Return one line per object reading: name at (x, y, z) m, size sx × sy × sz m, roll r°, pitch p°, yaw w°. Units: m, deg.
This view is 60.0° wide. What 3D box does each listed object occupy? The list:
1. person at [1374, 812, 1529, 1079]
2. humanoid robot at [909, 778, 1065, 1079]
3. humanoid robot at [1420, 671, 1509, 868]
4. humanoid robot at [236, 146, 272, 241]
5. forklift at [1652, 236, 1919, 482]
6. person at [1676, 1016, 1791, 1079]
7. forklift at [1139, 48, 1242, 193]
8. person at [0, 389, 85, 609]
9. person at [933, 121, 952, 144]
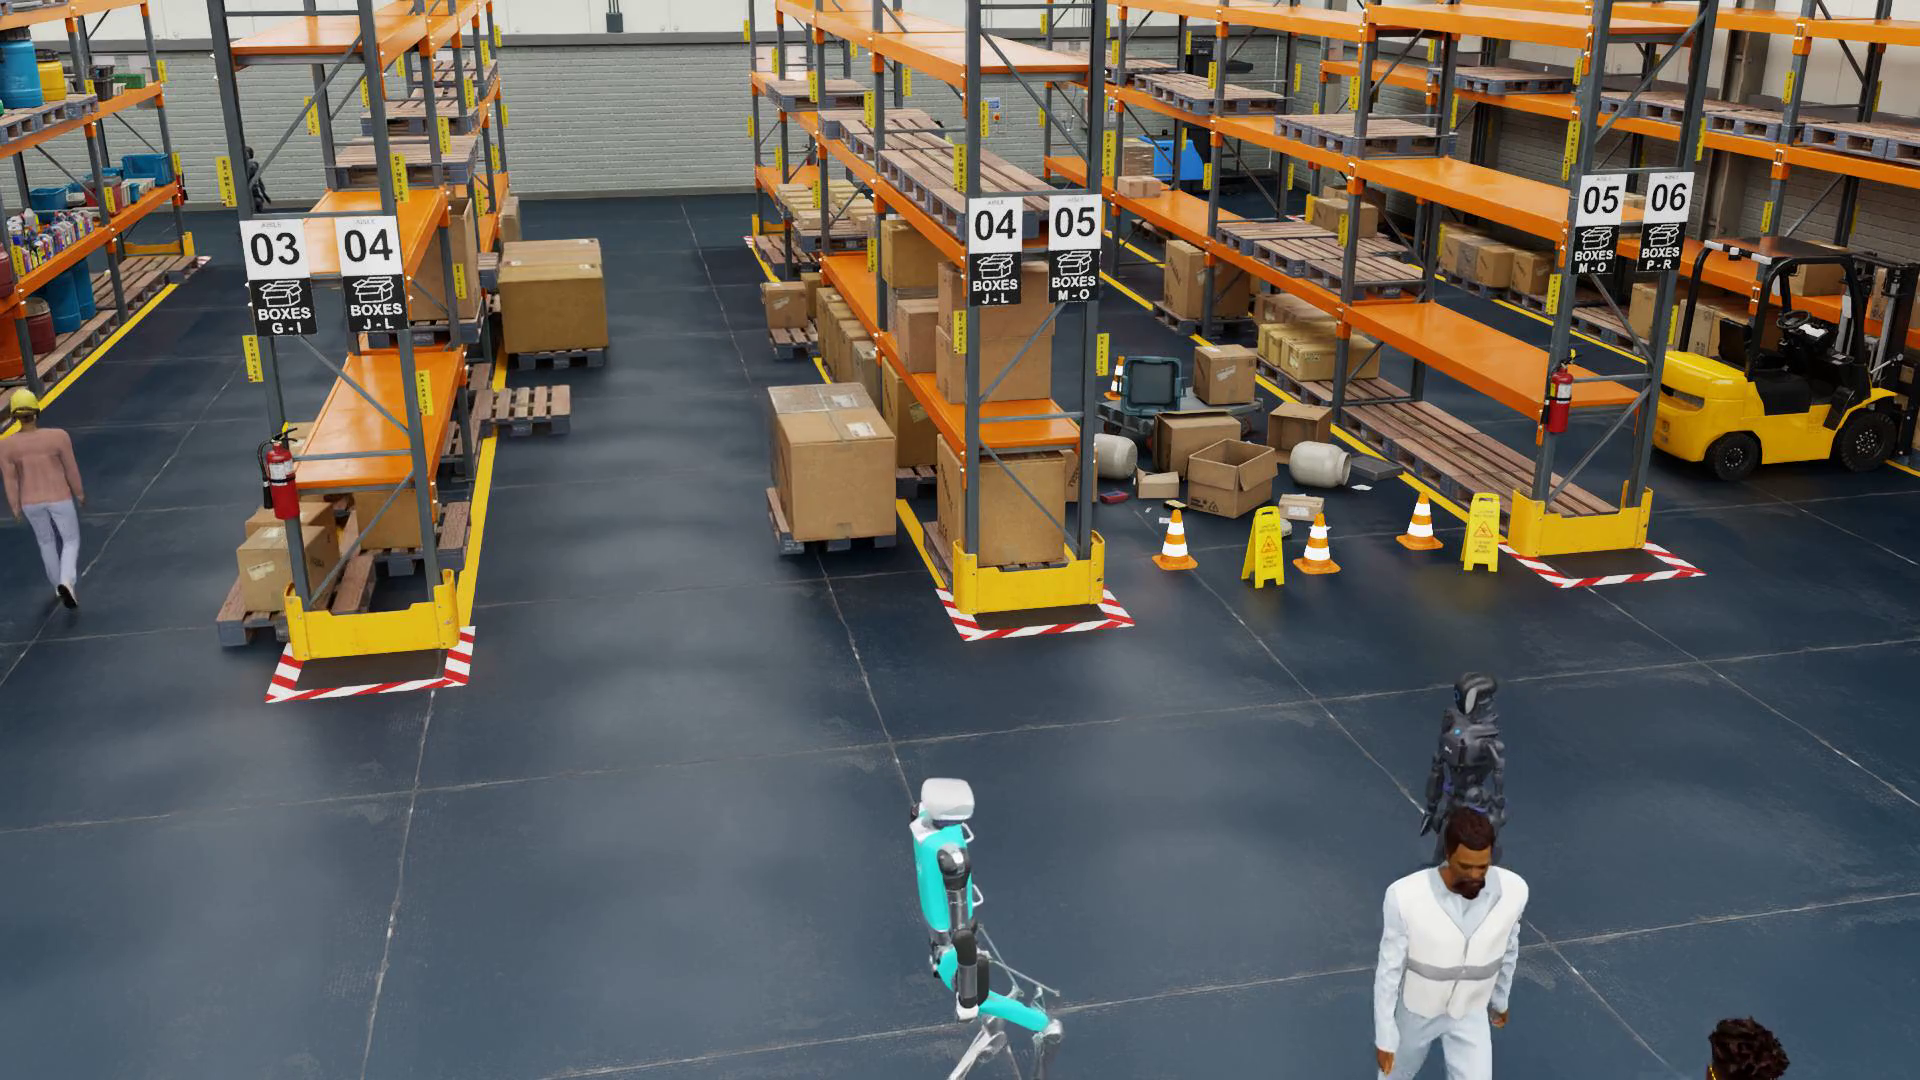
person at (1.967, 1.932, 6.711) m, size 0.638 × 1.861 × 1.002 m, roll -1°, pitch 20°, yaw -4°
humanoid robot at (0.185, 1.816, 7.238) m, size 0.905 × 1.767 × 0.530 m, roll -6°, pitch 21°, yaw -16°
humanoid robot at (2.620, 1.417, 8.385) m, size 0.525 × 1.639 × 0.586 m, roll -7°, pitch 21°, yaw -18°
humanoid robot at (-11.747, -5.696, 27.534) m, size 0.530 × 1.644 × 0.602 m, roll 3°, pitch 21°, yaw 9°
forklift at (8.013, -1.814, 16.330) m, size 2.313 × 2.155 × 1.214 m, roll -4°, pitch 21°, yaw -12°
person at (2.426, 2.327, 5.548) m, size 0.631 × 1.935 × 0.655 m, roll 7°, pitch 21°, yaw 18°
forklift at (4.566, -8.313, 32.860) m, size 1.873 × 2.768 × 1.129 m, roll -4°, pitch 21°, yaw -12°
person at (-7.104, -0.308, 12.903) m, size 0.524 × 1.743 × 0.654 m, roll -6°, pitch 21°, yaw -16°
person at (-0.331, -6.967, 30.963) m, size 0.664 × 1.646 × 0.551 m, roll -10°, pitch 23°, yaw -25°
